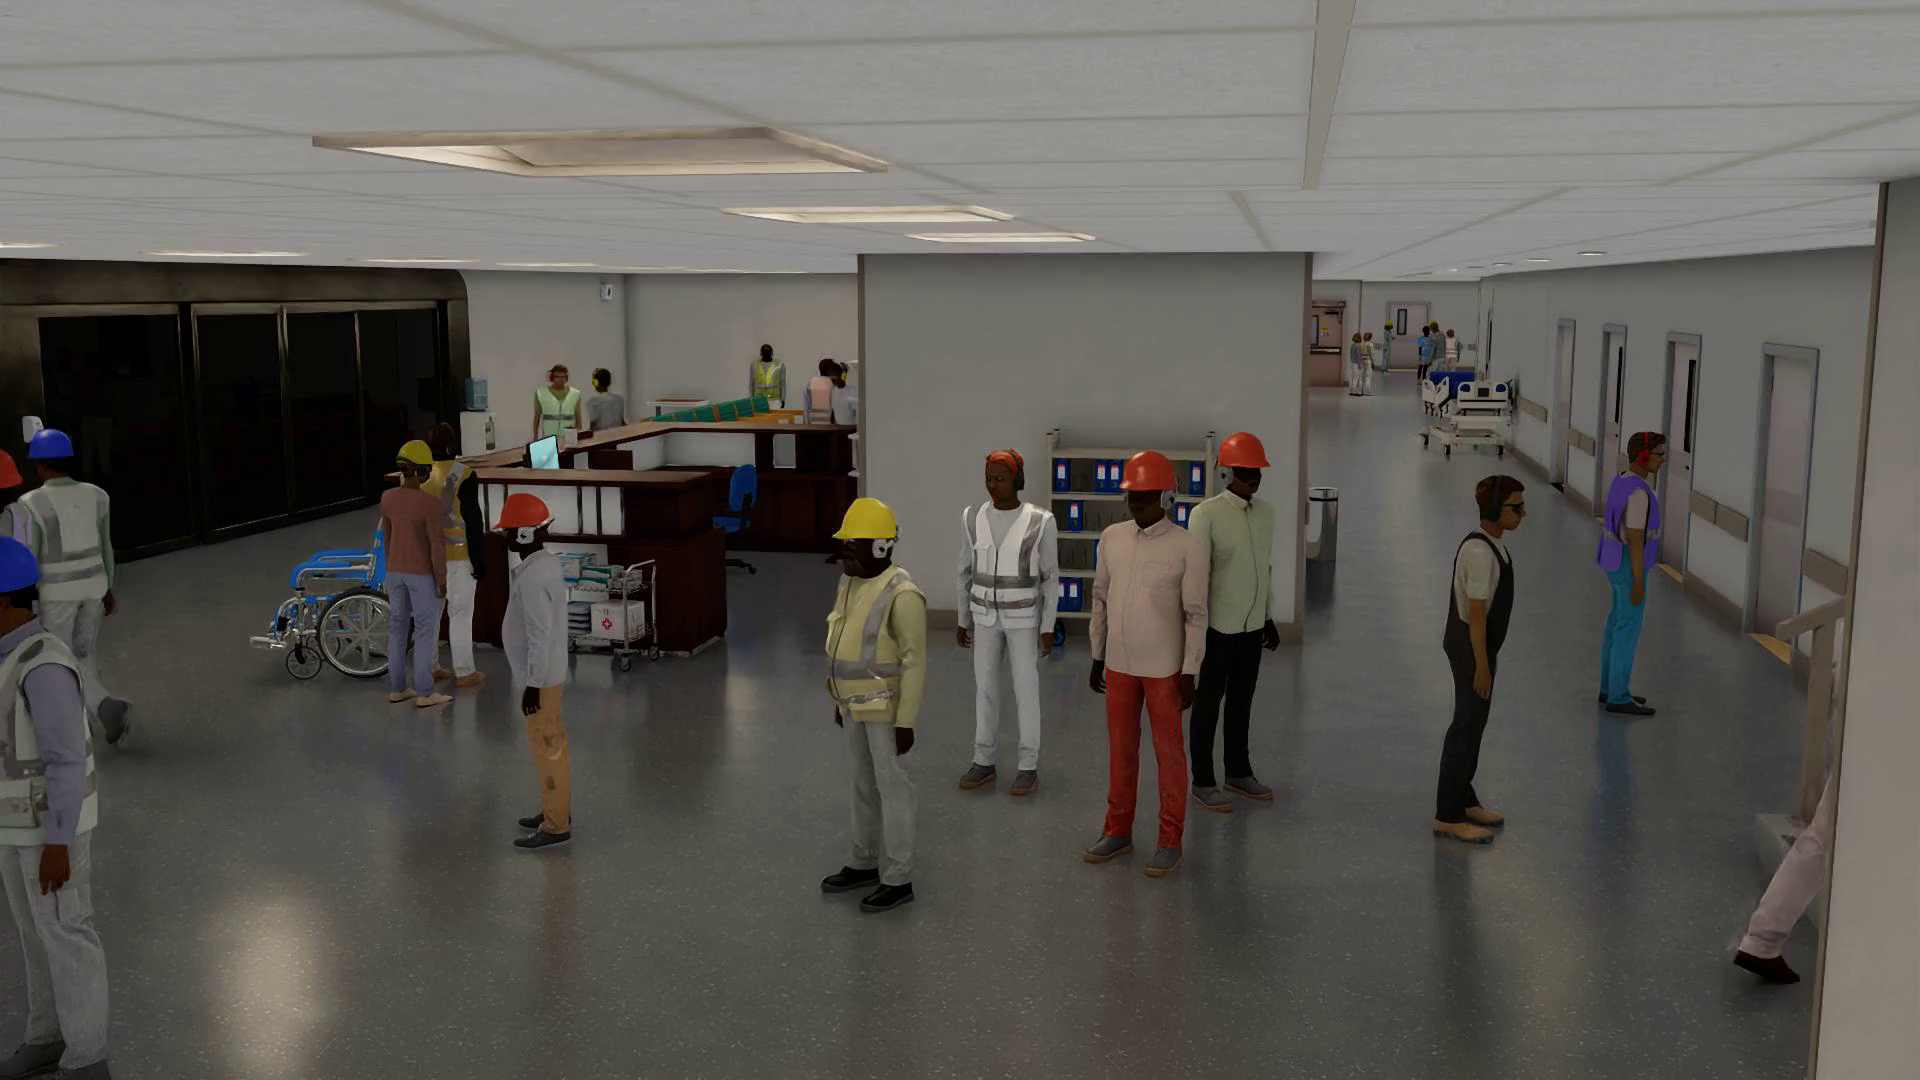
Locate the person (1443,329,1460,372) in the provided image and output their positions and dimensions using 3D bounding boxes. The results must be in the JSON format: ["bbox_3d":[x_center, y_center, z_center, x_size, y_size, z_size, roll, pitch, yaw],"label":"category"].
[{"bbox_3d":[13.922,-5.170,47.216,0.521,1.609,0.528,3,9,17],"label":"person"}]

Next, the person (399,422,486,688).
[{"bbox_3d":[-3.542,0.106,11.485,0.619,1.835,0.430,4,9,24],"label":"person"}]

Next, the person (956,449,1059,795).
[{"bbox_3d":[0.247,0.444,9.059,0.584,1.879,0.339,4,9,25],"label":"person"}]

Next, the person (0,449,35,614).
[{"bbox_3d":[-5.216,0.435,9.048,0.508,1.903,0.559,3,9,21],"label":"person"}]

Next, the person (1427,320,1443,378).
[{"bbox_3d":[14.393,-5.783,50.597,0.608,1.820,0.418,0,9,1],"label":"person"}]

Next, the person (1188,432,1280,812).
[{"bbox_3d":[1.459,0.423,8.821,0.610,1.996,0.378,-7,11,-37],"label":"person"}]

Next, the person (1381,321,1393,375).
[{"bbox_3d":[13.732,-6.163,53.360,0.314,1.743,0.493,5,10,29],"label":"person"}]

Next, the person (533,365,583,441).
[{"bbox_3d":[-4.956,-1.250,20.519,0.597,1.817,0.491,-5,10,-29],"label":"person"}]

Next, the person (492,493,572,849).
[{"bbox_3d":[-2.106,0.637,8.202,0.343,1.749,0.572,-1,9,-8],"label":"person"}]

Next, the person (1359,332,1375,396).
[{"bbox_3d":[10.507,-4.539,42.937,0.307,1.638,0.513,-5,10,-29],"label":"person"}]

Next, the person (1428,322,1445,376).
[{"bbox_3d":[12.340,-4.678,42.949,0.491,1.916,0.687,8,12,43],"label":"person"}]

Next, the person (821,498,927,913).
[{"bbox_3d":[-0.388,0.722,7.378,0.403,1.833,0.593,-6,10,-33],"label":"person"}]

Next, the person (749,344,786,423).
[{"bbox_3d":[-3.233,-2.373,27.929,0.630,1.836,0.430,0,9,3],"label":"person"}]

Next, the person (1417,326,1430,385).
[{"bbox_3d":[13.381,-5.310,47.850,0.540,1.695,0.317,-6,11,-37],"label":"person"}]

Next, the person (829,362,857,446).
[{"bbox_3d":[-1.433,-1.297,20.751,0.459,1.843,0.509,-5,10,-32],"label":"person"}]

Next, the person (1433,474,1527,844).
[{"bbox_3d":[2.604,0.582,8.302,0.359,1.836,0.505,4,10,26],"label":"person"}]

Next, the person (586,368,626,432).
[{"bbox_3d":[-4.009,-1.049,19.124,0.558,1.849,0.650,-8,11,-41],"label":"person"}]

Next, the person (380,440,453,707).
[{"bbox_3d":[-3.584,0.218,10.978,0.518,1.756,0.342,4,9,25],"label":"person"}]

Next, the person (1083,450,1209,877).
[{"bbox_3d":[0.870,0.571,7.838,0.612,1.997,0.376,6,11,37],"label":"person"}]

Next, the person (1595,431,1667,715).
[{"bbox_3d":[4.331,0.211,10.775,0.390,1.837,0.560,2,9,12],"label":"person"}]

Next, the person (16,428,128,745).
[{"bbox_3d":[-5.272,0.298,9.919,0.766,1.928,0.613,4,9,24],"label":"person"}]

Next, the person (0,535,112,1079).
[{"bbox_3d":[-3.106,0.939,5.567,0.605,1.944,0.402,8,12,44],"label":"person"}]

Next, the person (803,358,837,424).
[{"bbox_3d":[-1.740,-1.468,21.893,0.632,1.839,0.429,4,9,23],"label":"person"}]

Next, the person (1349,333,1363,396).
[{"bbox_3d":[10.171,-4.499,42.682,0.272,1.632,0.507,-1,9,-9],"label":"person"}]
